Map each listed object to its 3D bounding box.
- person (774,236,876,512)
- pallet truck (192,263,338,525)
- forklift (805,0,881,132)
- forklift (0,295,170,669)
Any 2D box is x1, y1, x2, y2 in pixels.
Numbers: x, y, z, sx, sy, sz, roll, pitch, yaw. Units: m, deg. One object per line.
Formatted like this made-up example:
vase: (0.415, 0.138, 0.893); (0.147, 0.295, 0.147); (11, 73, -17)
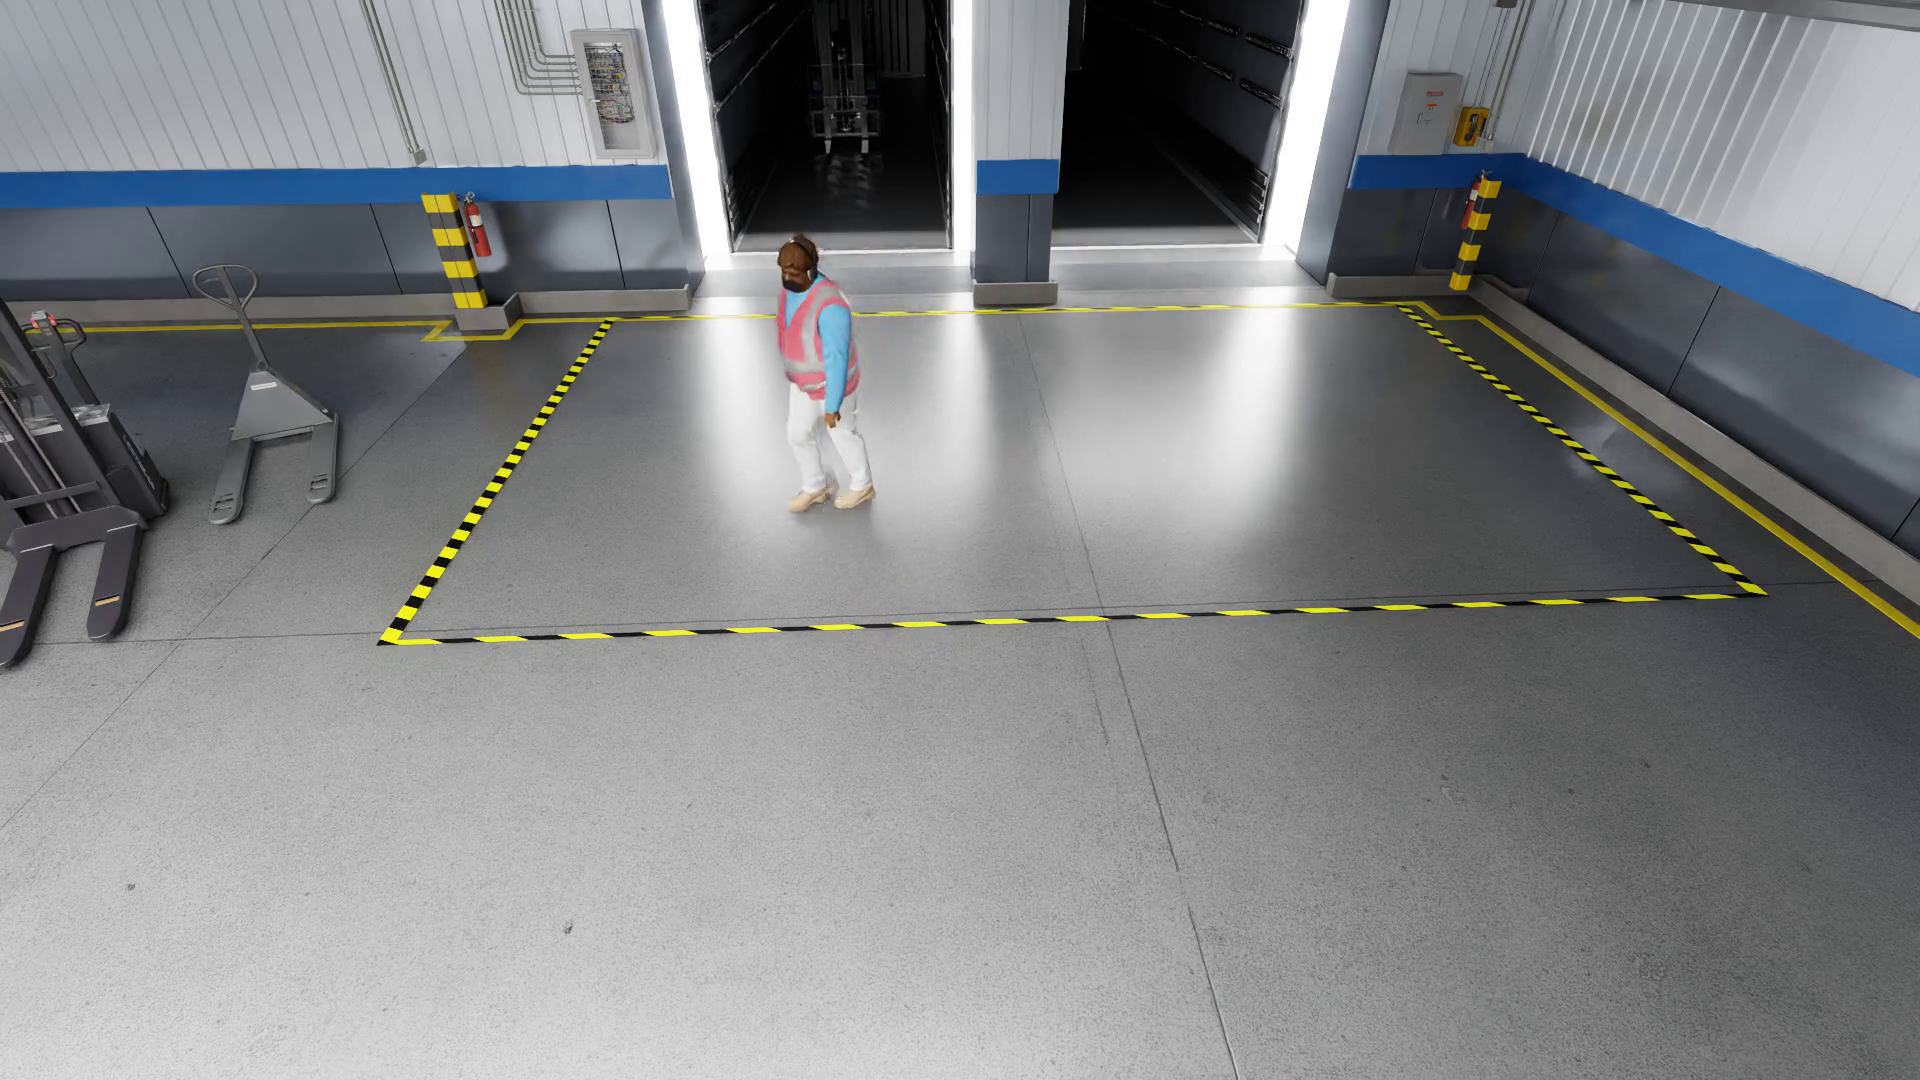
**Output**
person: (-0.805, -0.941, 5.510); (0.577, 1.805, 0.642); (-27, 43, -33)
pallet truck: (-4.778, -1.027, 6.128); (0.680, 1.201, 1.601); (-17, 38, -23)
forklift: (-1.924, -8.036, 15.225); (1.157, 2.036, 2.680); (-3, 35, -4)
forklift: (-5.212, -0.618, 4.878); (0.823, 1.965, 1.885); (-20, 39, -26)
